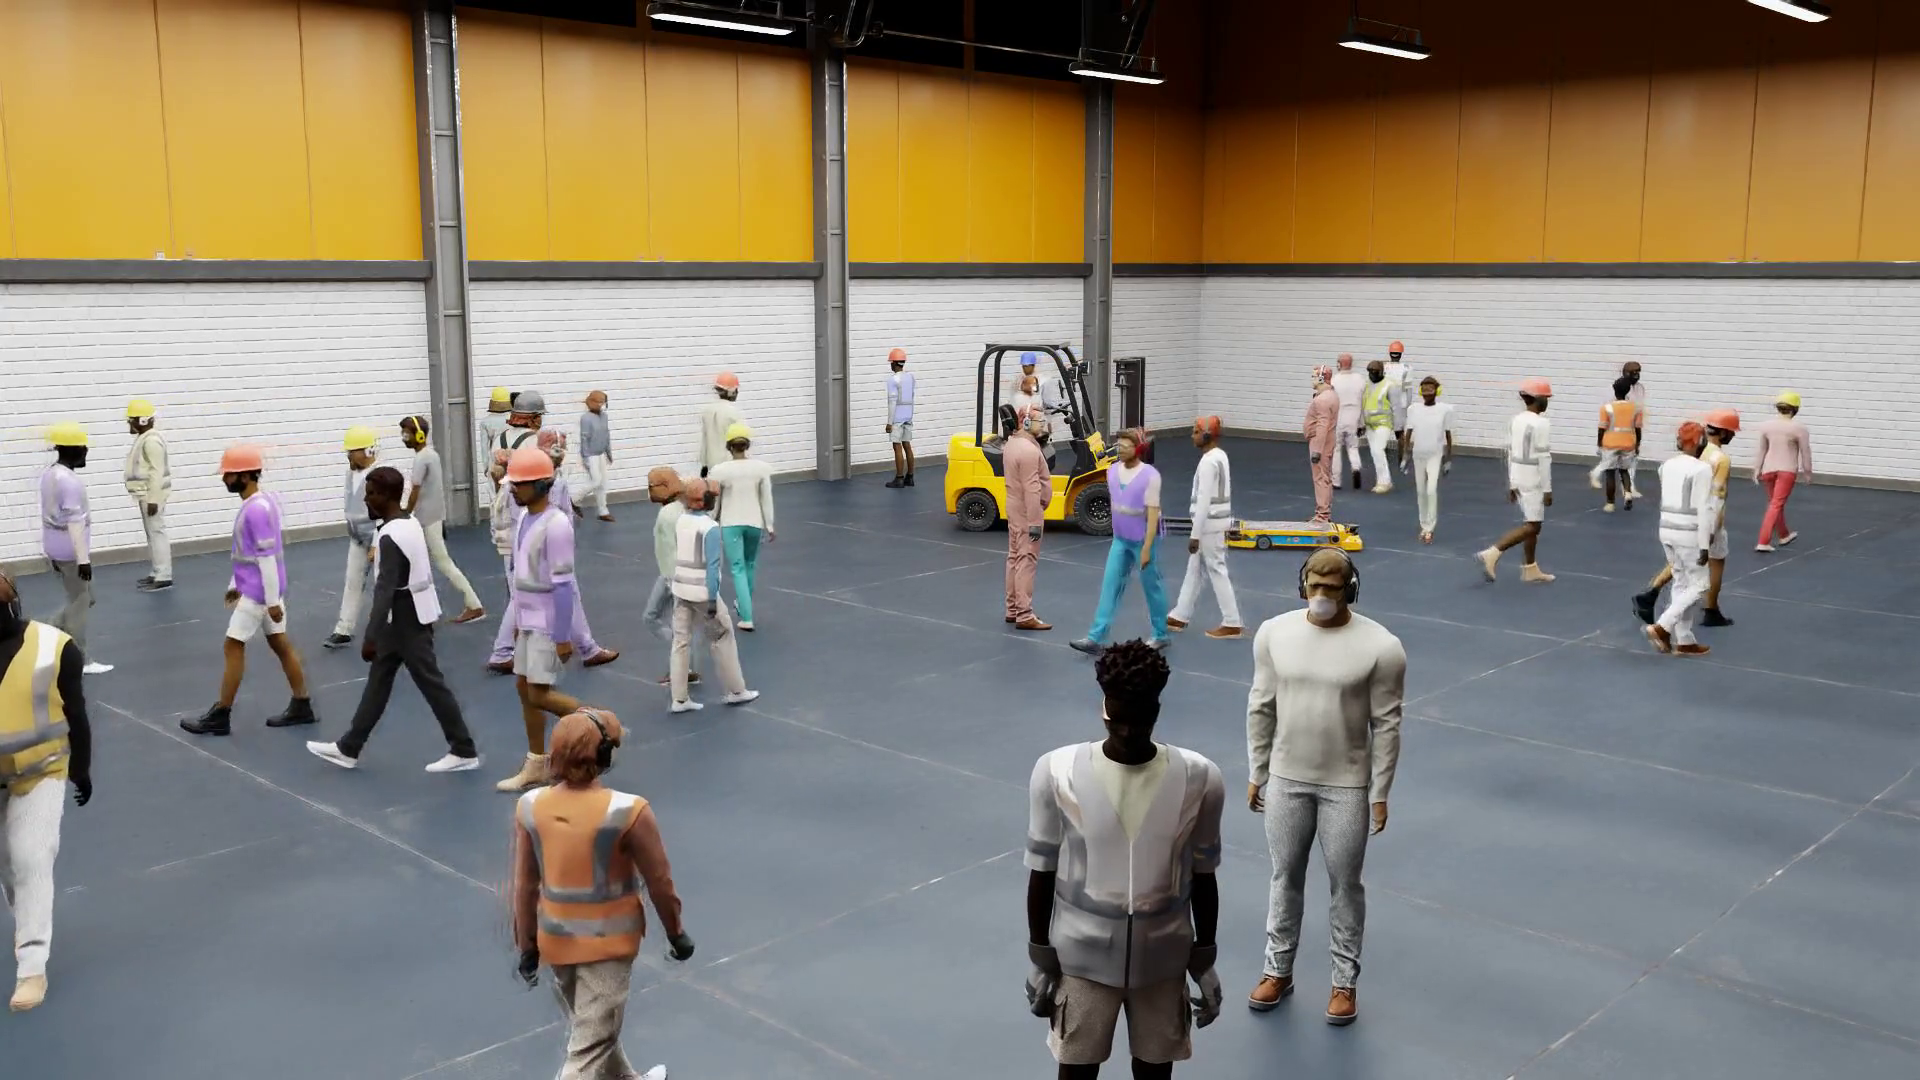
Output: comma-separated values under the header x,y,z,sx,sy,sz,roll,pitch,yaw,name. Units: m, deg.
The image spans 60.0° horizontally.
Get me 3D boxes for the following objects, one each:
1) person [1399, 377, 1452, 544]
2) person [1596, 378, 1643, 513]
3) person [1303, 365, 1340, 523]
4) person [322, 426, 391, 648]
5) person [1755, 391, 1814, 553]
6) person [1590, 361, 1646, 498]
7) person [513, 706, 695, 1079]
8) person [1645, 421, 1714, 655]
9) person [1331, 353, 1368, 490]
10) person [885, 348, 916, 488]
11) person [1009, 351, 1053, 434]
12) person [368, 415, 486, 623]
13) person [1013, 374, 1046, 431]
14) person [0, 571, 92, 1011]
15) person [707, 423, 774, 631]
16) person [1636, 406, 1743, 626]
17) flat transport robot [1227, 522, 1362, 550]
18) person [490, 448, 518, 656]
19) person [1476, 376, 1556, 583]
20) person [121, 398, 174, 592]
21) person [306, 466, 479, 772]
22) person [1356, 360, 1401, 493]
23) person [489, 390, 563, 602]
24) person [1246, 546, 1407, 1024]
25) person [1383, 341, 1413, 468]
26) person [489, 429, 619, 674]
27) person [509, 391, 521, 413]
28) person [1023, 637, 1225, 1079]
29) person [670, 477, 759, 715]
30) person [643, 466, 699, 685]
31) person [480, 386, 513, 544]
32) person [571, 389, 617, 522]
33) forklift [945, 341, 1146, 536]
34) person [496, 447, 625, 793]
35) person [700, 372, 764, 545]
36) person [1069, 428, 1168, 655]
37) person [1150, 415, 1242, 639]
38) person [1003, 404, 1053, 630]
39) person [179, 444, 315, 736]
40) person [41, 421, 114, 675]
x,y,z,sx,sy,sz,roll,pitch,yaw,name
5.148,-0.883,18.445,0.505,1.840,0.796,5,11,29,person
8.161,-1.160,20.607,0.549,1.683,0.395,0,9,1,person
4.241,-1.104,19.605,0.409,1.907,0.651,4,10,21,person
-4.753,-0.032,13.420,0.596,1.783,0.864,5,11,30,person
8.885,-0.733,17.893,0.922,1.713,0.541,-6,11,-33,person
8.831,-1.487,22.222,0.639,1.827,0.630,-5,11,-28,person
-1.203,1.346,5.548,0.528,1.593,0.881,4,10,23,person
5.625,0.003,12.993,0.545,1.857,0.620,-3,10,-16,person
5.253,-1.604,22.700,0.667,1.890,0.567,-1,9,-7,person
-0.858,-1.688,23.089,0.374,1.935,0.552,6,11,35,person
0.988,-1.685,23.211,0.635,1.903,1.004,6,11,33,person
-4.547,-0.166,14.189,0.975,1.811,0.480,-2,10,-14,person
0.972,-1.416,22.379,0.531,1.610,0.585,-9,13,-43,person
-4.079,0.991,7.138,0.634,1.801,0.966,-3,10,-17,person
-1.904,-0.131,14.147,0.551,1.725,0.852,-4,10,-25,person
6.176,-0.180,13.973,0.850,1.902,0.553,-3,10,-17,person
3.642,-0.056,18.182,1.431,0.197,0.652,1,9,9,flat transport robot
-3.519,0.089,13.100,0.314,1.642,0.514,-4,10,-22,person
5.363,-0.551,15.882,0.788,2.020,0.622,-1,9,-6,person
-7.659,-0.429,15.699,0.404,1.827,0.599,-6,11,-31,person
-3.412,0.492,9.956,1.032,1.860,0.618,-2,9,-11,person
5.662,-1.535,22.581,0.563,1.813,0.624,-5,10,-28,person
-3.549,-0.241,13.905,0.689,2.000,0.539,7,11,35,person
1.458,0.979,6.735,0.632,1.940,0.372,4,10,26,person
6.627,-2.067,25.412,0.547,1.938,0.377,3,10,17,person
-3.114,0.091,12.498,0.997,1.846,0.687,-7,12,-37,person
-4.868,-0.873,18.947,0.758,1.659,0.539,-5,11,-28,person
0.491,1.252,4.998,0.603,1.958,0.380,0,9,-1,person
-1.708,0.372,11.445,0.509,1.608,0.746,9,13,43,person
-2.094,0.269,12.045,0.390,1.615,0.534,1,9,4,person
-5.040,-0.825,18.391,0.487,1.746,0.287,-1,9,-8,person
-4.398,-1.001,19.862,0.502,1.612,0.562,3,10,16,person
0.977,-1.223,19.452,2.313,2.155,1.214,2,9,11,forklift
-2.373,0.462,9.641,0.640,2.028,0.615,-6,11,-31,person
-2.503,-0.823,17.789,0.648,1.943,1.040,8,12,42,person
1.308,0.024,13.017,0.954,1.792,0.587,-8,12,-39,person
1.992,-0.106,13.705,0.705,1.868,0.603,3,10,16,person
0.585,-0.200,14.068,0.403,1.904,0.651,-2,9,-13,person
-4.714,0.325,10.865,0.910,1.899,0.556,-3,10,-17,person
-6.627,0.074,12.351,0.498,1.915,0.592,-7,11,-35,person
